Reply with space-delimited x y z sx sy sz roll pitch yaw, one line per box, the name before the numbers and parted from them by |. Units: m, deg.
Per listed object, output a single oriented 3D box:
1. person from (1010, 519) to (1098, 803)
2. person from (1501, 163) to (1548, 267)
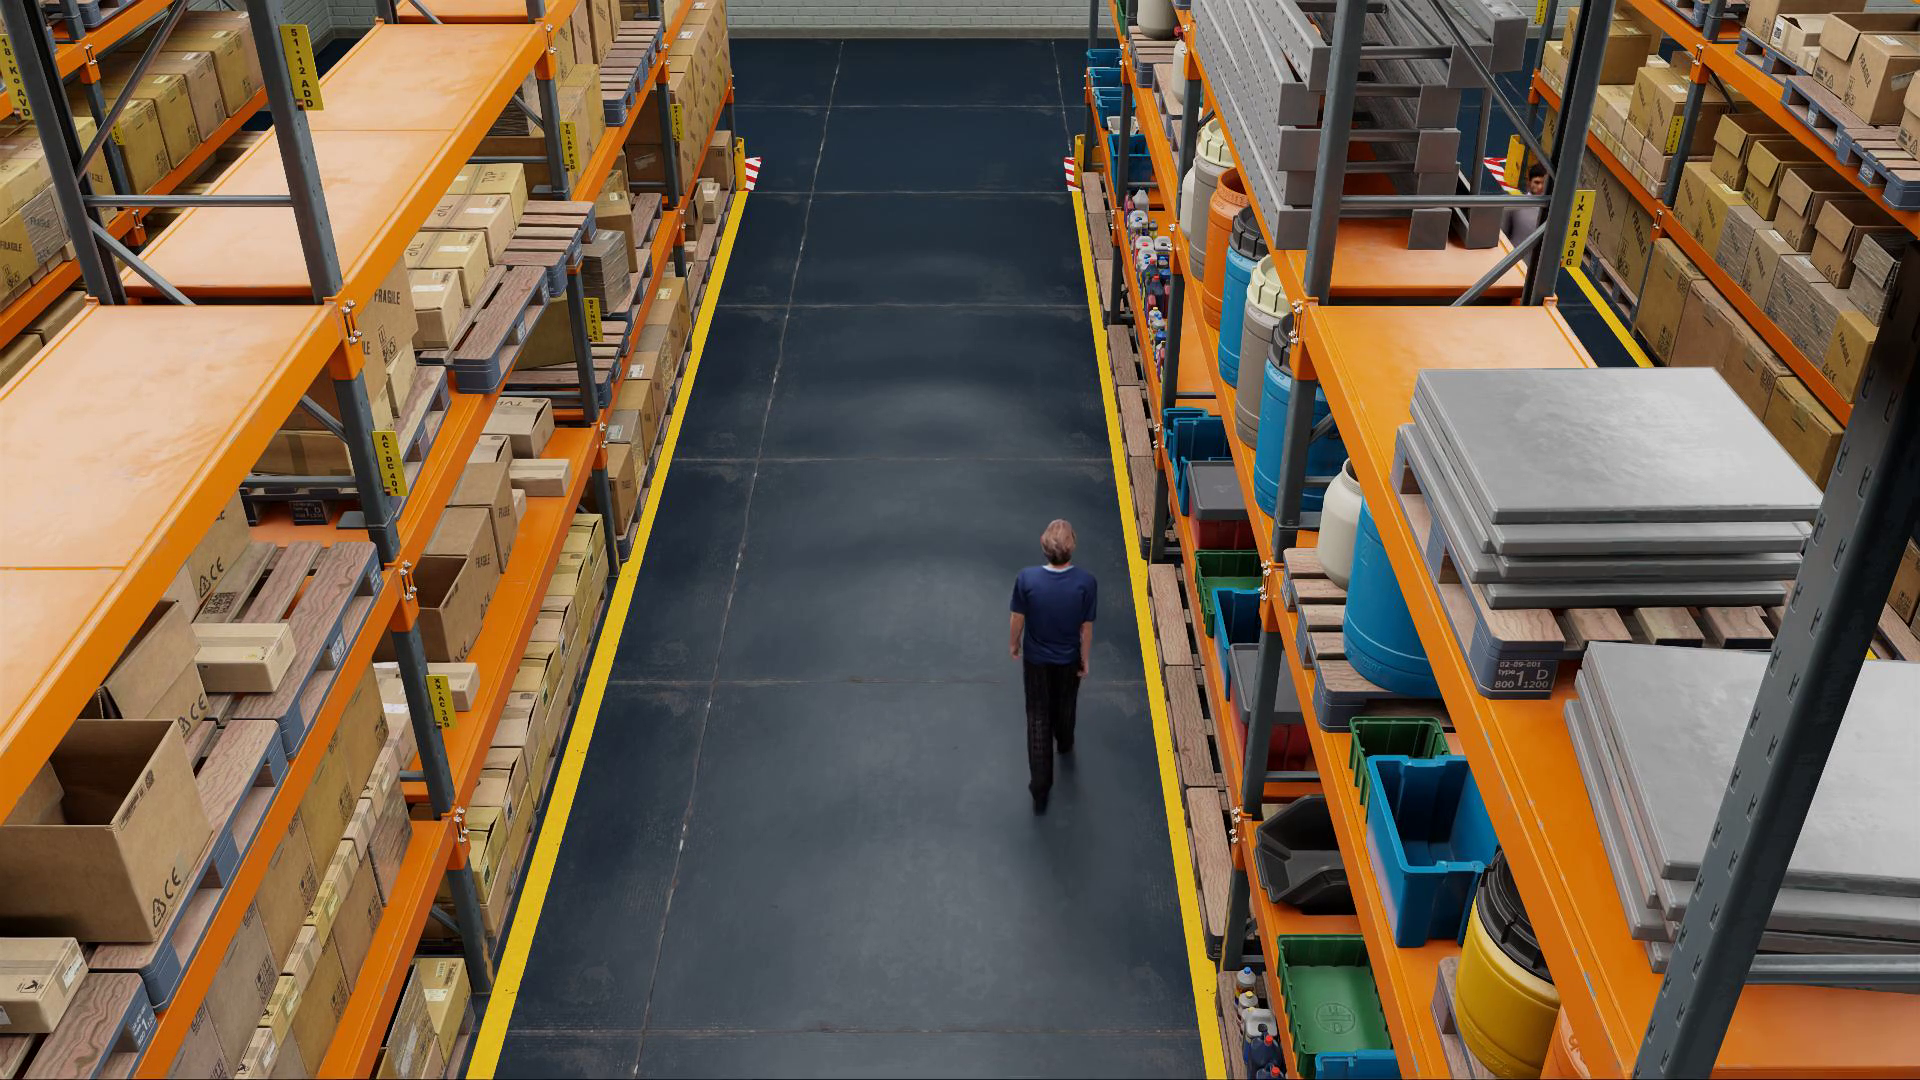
person | 0.546 0.746 9.948 0.684 1.845 1.045 2 33 2
person | 4.990 -2.439 14.789 0.805 1.907 1.029 4 33 6
